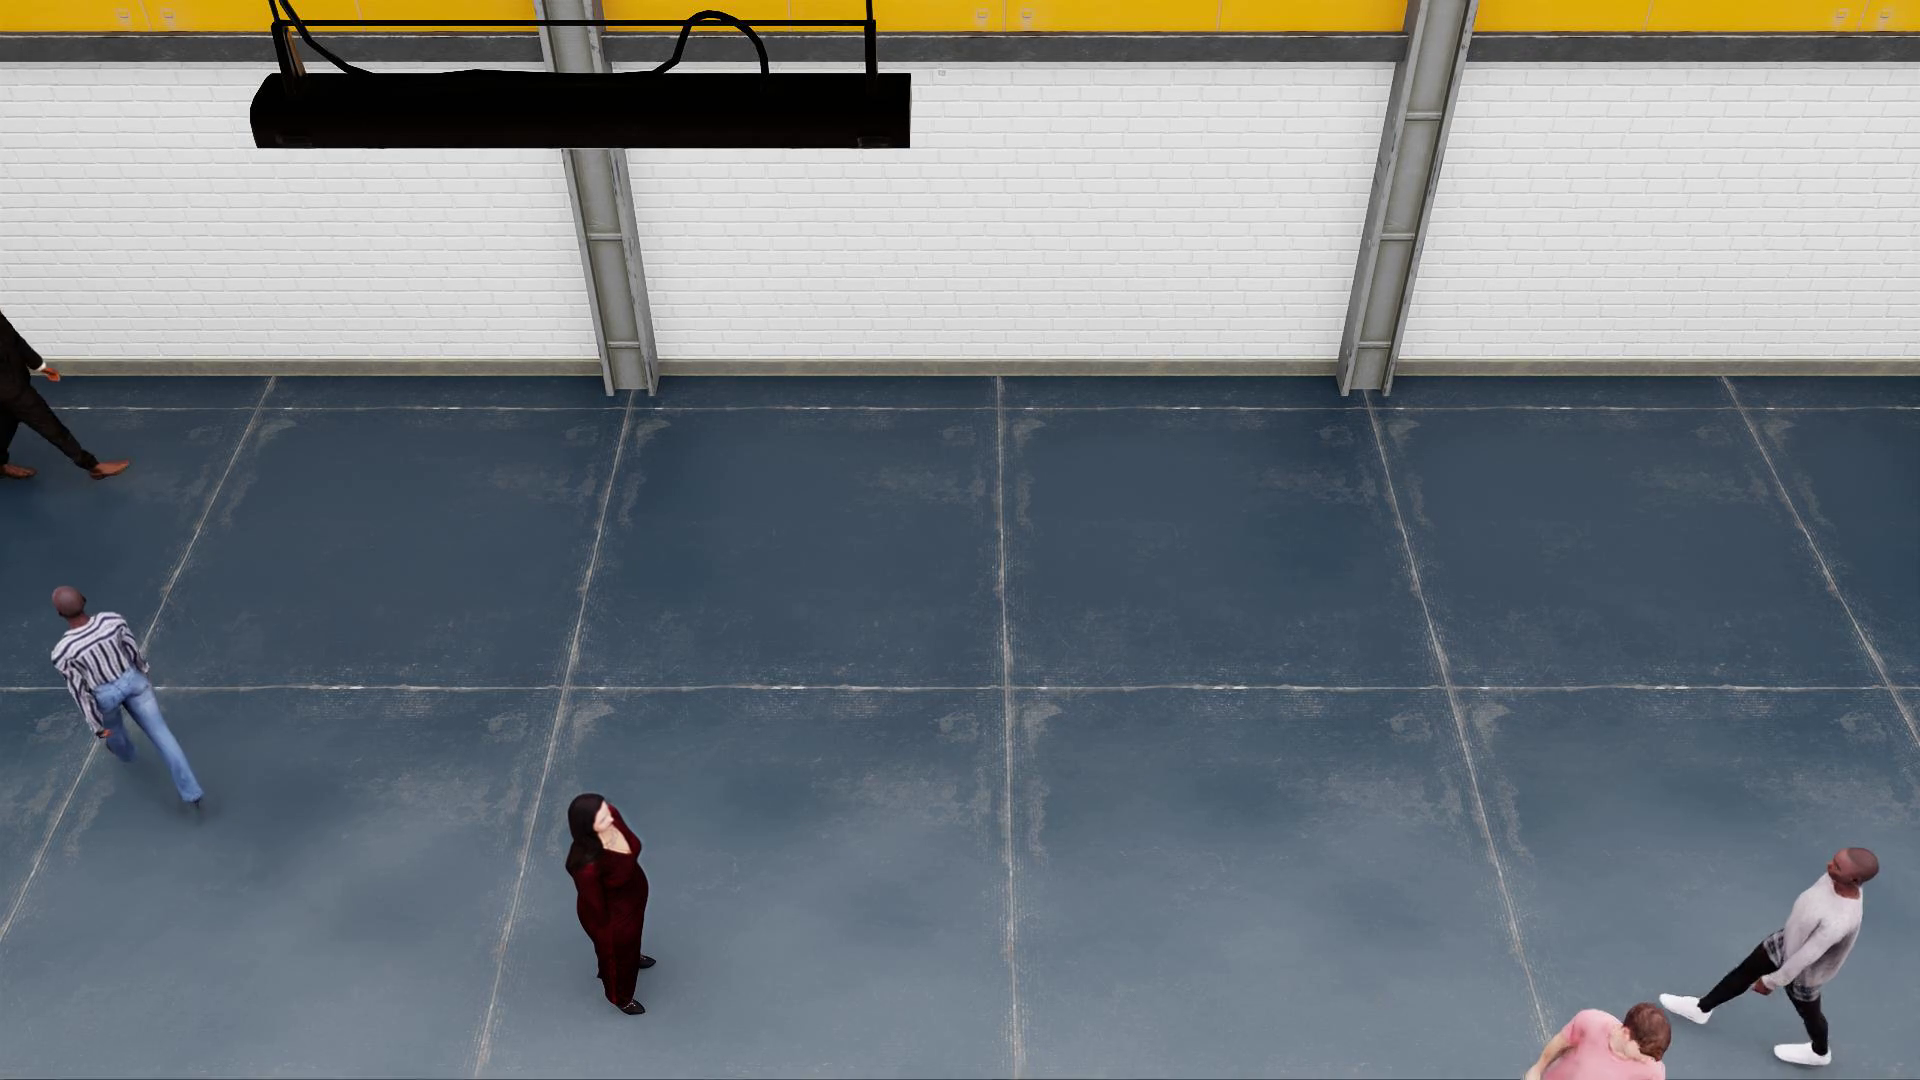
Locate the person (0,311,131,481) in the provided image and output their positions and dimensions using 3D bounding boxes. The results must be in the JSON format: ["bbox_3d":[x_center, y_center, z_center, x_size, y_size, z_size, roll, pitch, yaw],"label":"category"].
[{"bbox_3d":[-7.049,-1.110,12.165,1.363,1.843,0.803,-5,44,-6],"label":"person"}]

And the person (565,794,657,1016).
[{"bbox_3d":[-1.899,1.945,9.020,0.599,1.758,0.665,2,44,3],"label":"person"}]

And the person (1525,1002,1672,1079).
[{"bbox_3d":[3.036,2.713,8.089,0.878,1.931,0.832,-21,48,-21],"label":"person"}]

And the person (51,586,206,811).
[{"bbox_3d":[-5.003,0.998,10.033,1.272,1.732,1.117,27,50,26],"label":"person"}]

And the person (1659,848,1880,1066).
[{"bbox_3d":[4.520,2.240,8.730,1.227,1.731,0.884,13,45,14],"label":"person"}]
